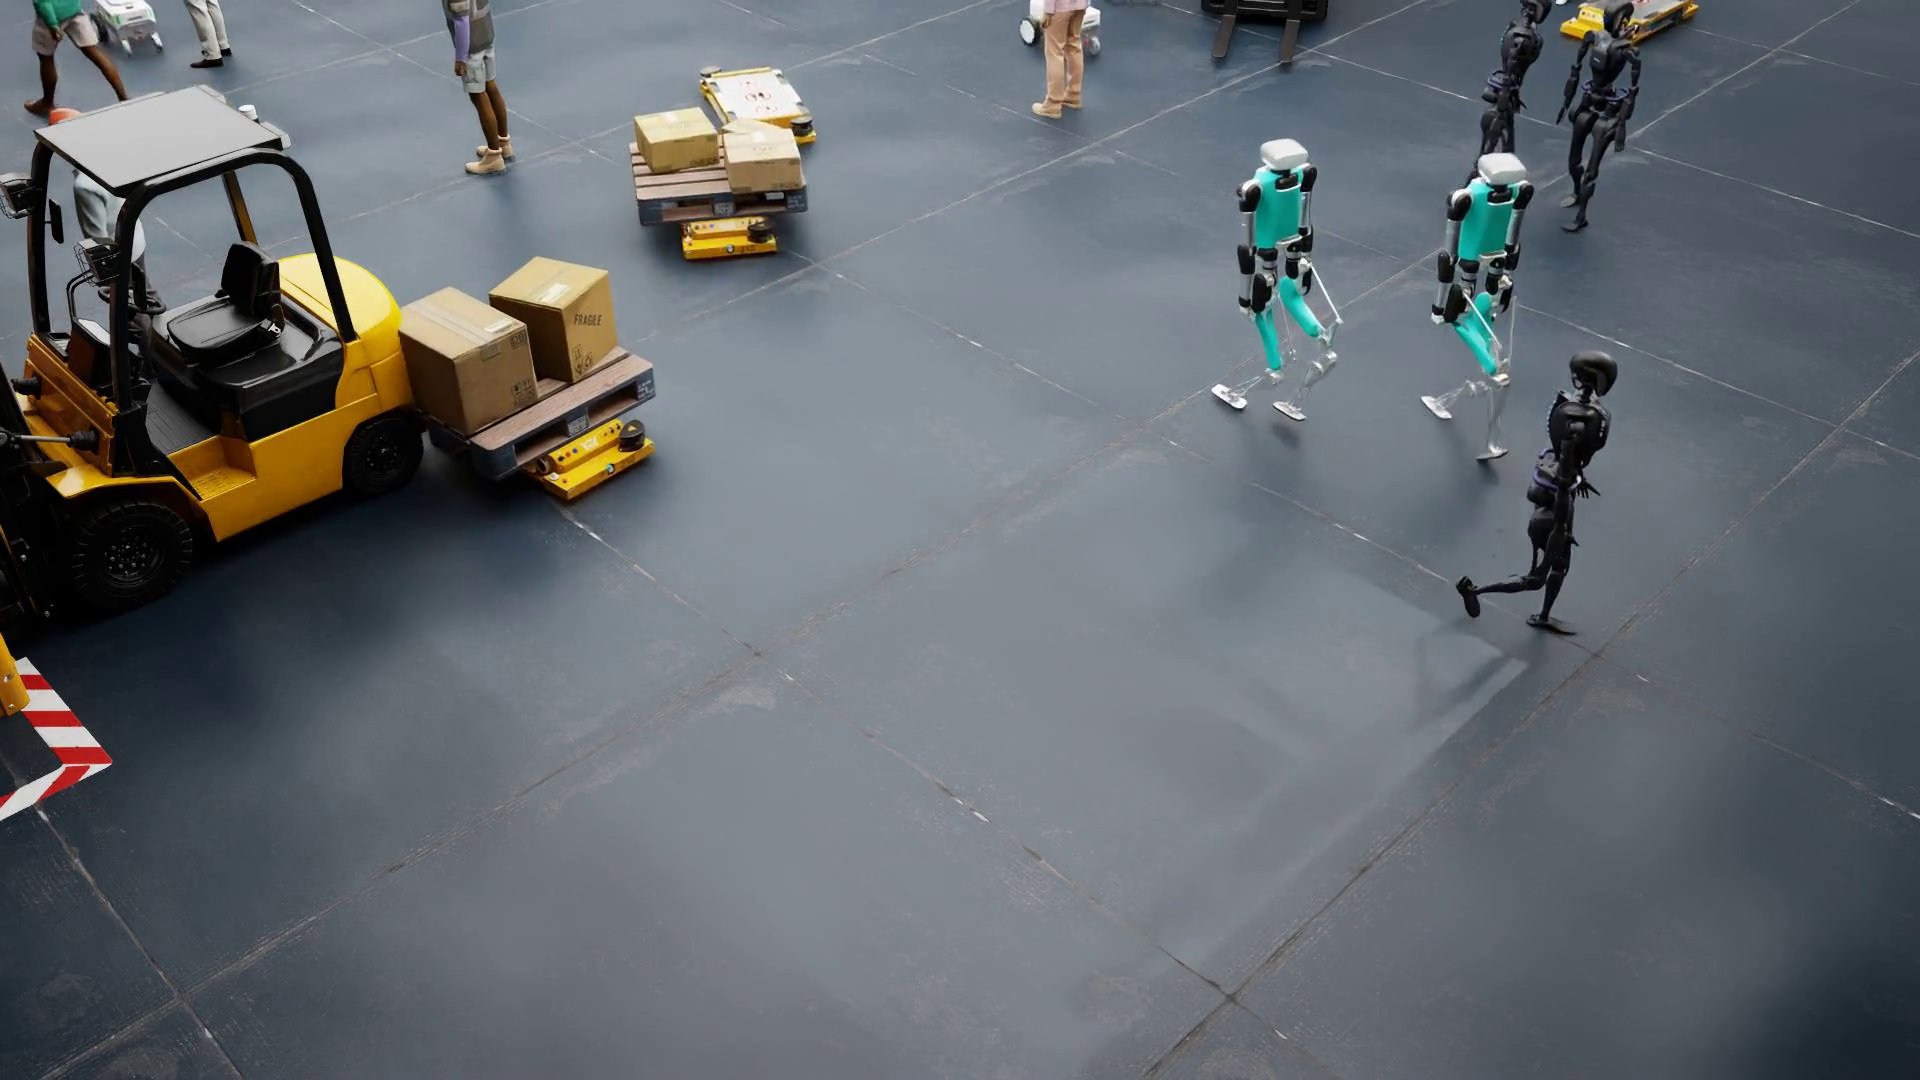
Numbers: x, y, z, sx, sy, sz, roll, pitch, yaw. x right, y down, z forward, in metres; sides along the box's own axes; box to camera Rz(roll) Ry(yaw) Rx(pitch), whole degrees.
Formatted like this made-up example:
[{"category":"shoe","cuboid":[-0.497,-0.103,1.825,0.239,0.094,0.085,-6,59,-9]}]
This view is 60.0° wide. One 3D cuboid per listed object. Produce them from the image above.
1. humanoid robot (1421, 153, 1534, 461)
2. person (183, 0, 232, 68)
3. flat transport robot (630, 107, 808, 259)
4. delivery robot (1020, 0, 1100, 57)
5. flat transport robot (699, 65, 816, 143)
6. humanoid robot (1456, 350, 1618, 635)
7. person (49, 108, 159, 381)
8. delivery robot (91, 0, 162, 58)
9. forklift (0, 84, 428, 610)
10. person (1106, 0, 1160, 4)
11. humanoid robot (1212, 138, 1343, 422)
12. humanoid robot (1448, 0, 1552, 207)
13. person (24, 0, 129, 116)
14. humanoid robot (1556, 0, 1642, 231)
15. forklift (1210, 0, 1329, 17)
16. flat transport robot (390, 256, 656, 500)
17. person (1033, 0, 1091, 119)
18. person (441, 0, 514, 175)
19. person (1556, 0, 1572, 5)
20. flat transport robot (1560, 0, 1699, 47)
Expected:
[{"category":"humanoid robot","cuboid":[3.078,-1.253,9.484,0.531,1.778,1.018,-14,39,-17]},{"category":"person","cuboid":[-6.722,-5.016,14.446,0.384,1.782,0.551,-1,37,-1]},{"category":"flat transport robot","cuboid":[-1.780,-2.502,12.346,0.659,0.231,1.431,-7,37,-9]},{"category":"delivery robot","cuboid":[0.942,-4.711,15.040,0.499,0.566,0.739,-22,42,-27]},{"category":"flat transport robot","cuboid":[-1.700,-3.617,13.839,0.659,0.231,1.431,-12,38,-15]},{"category":"humanoid robot","cuboid":[2.875,-0.237,8.156,0.618,1.640,0.600,15,39,19]},{"category":"person","cuboid":[-5.187,-1.802,10.182,0.351,1.739,0.572,-4,37,-5]},{"category":"delivery robot","cuboid":[-7.593,-4.763,15.145,0.499,0.608,0.801,-25,43,-29]},{"category":"forklift","cuboid":[-4.145,-1.093,8.856,2.313,2.155,1.214,-31,47,-34]},{"category":"person","cuboid":[1.721,-6.035,15.720,0.471,1.897,0.661,11,38,14]},{"category":"humanoid robot","cuboid":[1.921,-1.398,9.651,0.547,1.780,0.889,-22,42,-26]},{"category":"humanoid robot","cuboid":[3.928,-3.192,12.096,0.443,1.634,0.612,17,40,21]},{"category":"person","cuboid":[-7.329,-4.292,13.469,1.005,1.787,0.493,9,38,11]},{"category":"humanoid robot","cuboid":[4.589,-3.091,11.971,0.576,1.645,0.614,-22,42,-26]},{"category":"forklift","cuboid":[3.106,-6.400,15.960,1.214,2.155,2.313,8,37,10]},{"category":"flat transport robot","cuboid":[-2.563,-0.700,9.934,1.431,0.231,0.659,27,44,31]},{"category":"person","cuboid":[0.882,-4.341,13.551,0.404,1.771,0.541,27,44,31]},{"category":"person","cuboid":[-3.714,-3.780,12.577,0.372,2.042,0.613,3,37,4]},{"category":"person","cuboid":[6.021,-5.851,15.683,0.521,1.637,0.304,20,41,24]},{"category":"flat transport robot","cuboid":[6.307,-4.943,15.613,1.431,0.231,0.659,-30,46,-34]}]
